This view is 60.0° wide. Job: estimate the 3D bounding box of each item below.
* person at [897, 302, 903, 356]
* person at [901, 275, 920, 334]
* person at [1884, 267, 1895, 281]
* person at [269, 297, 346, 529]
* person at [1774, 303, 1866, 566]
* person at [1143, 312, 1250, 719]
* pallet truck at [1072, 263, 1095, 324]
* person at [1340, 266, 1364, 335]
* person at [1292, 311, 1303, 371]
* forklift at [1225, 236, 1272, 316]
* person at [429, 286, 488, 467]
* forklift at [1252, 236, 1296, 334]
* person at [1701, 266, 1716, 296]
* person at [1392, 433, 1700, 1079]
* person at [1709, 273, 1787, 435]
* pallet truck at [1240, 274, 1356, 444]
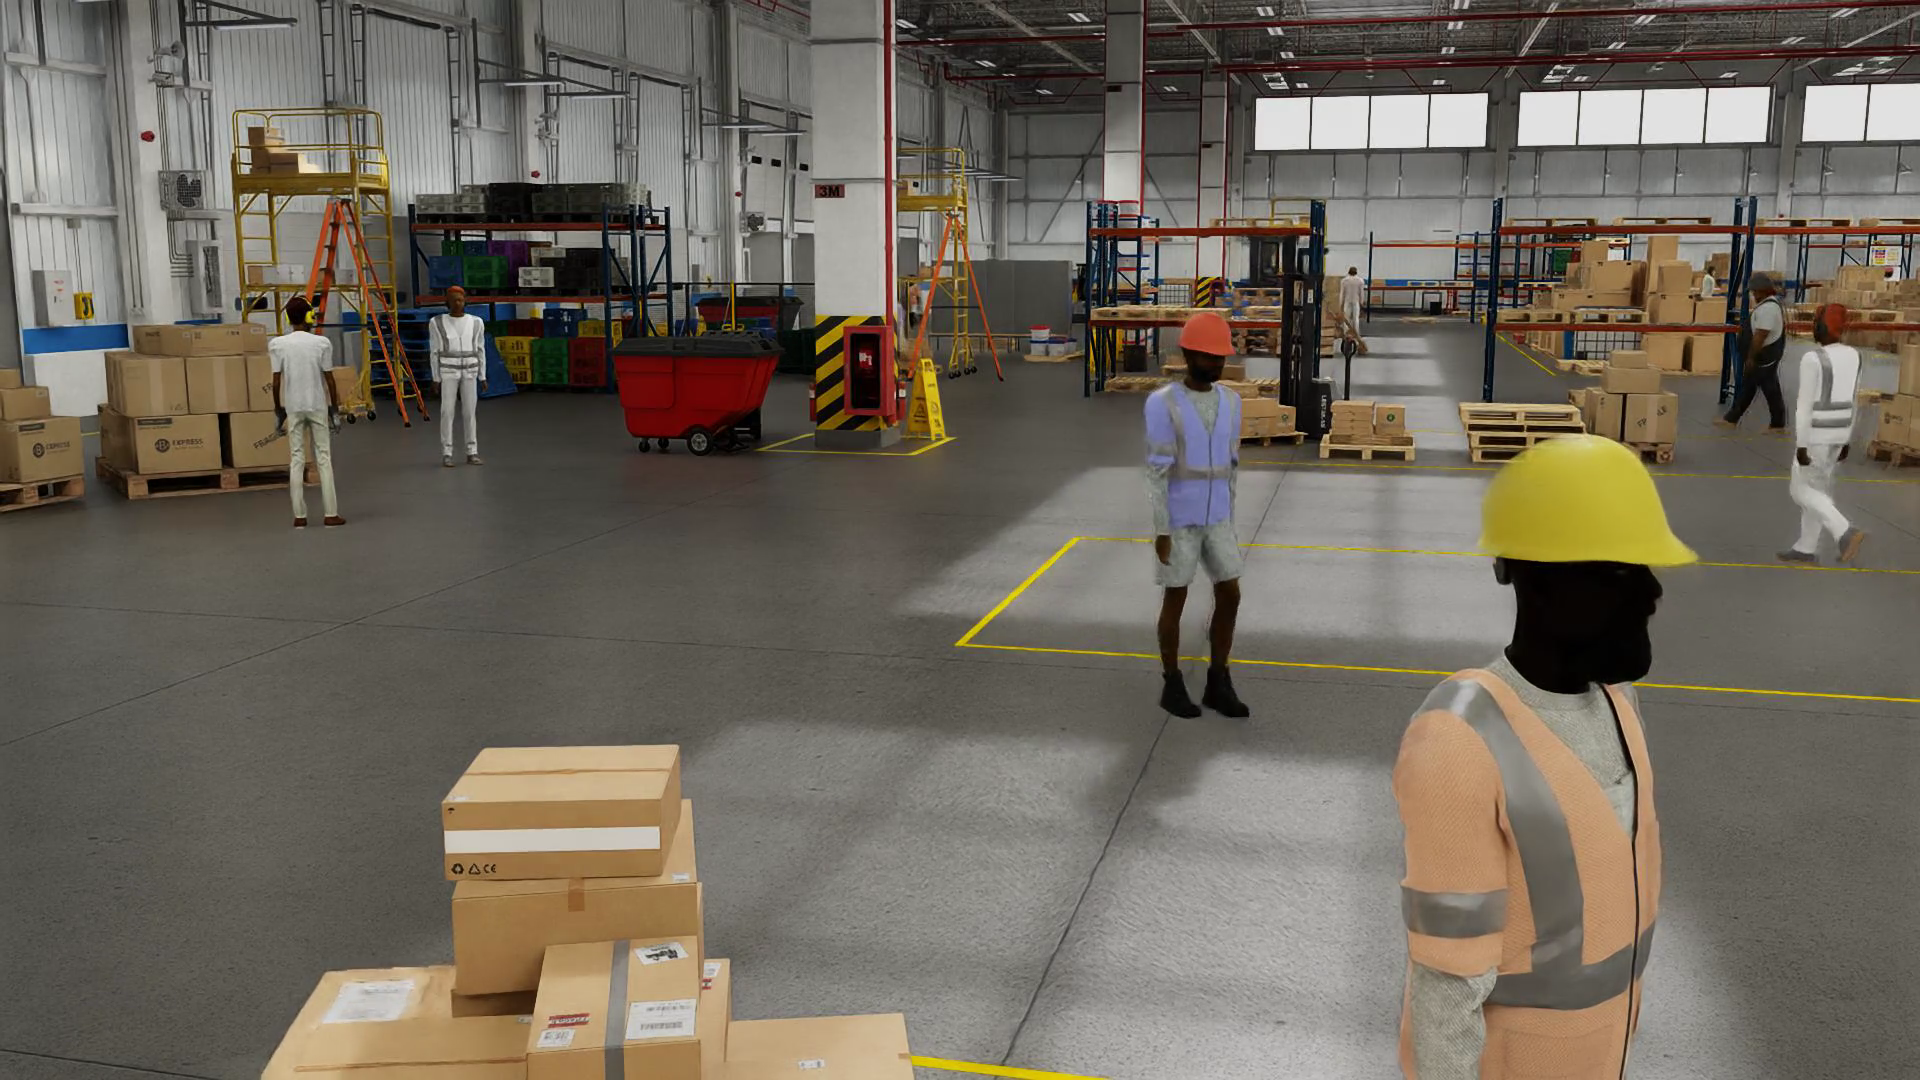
[{"bbox_3d":[-1.081,-2.669,22.936,0.617,1.922,0.425,-4,11,-24],"label":"person"},{"bbox_3d":[-1.456,-6.725,47.543,0.538,1.671,0.704,5,11,25],"label":"person"},{"bbox_3d":[29.070,-7.646,52.353,0.996,1.900,0.540,0,10,-1],"label":"person"},{"bbox_3d":[-5.250,-1.015,13.373,0.519,1.865,0.326,-2,10,-9],"label":"person"},{"bbox_3d":[6.059,-0.710,11.576,0.582,1.865,0.666,-4,11,-25],"label":"person"},{"bbox_3d":[1.132,-0.100,7.796,0.562,1.926,0.480,-4,11,-24],"label":"person"},{"bbox_3d":[4.325,-8.180,55.162,0.823,1.965,1.885,6,11,31],"label":"pallet truck"},{"bbox_3d":[10.571,-6.405,44.884,0.627,1.940,0.373,2,10,12],"label":"person"},{"bbox_3d":[6.604,-4.101,31.928,0.335,1.734,0.487,6,12,34],"label":"person"},{"bbox_3d":[9.027,-7.765,50.121,1.873,2.768,1.129,7,12,37],"label":"forklift"},{"bbox_3d":[-5.228,-1.704,17.372,0.575,1.883,0.362,-6,11,-30],"label":"person"},{"bbox_3d":[8.643,-6.720,43.971,1.873,2.768,1.129,2,10,14],"label":"forklift"},{"bbox_3d":[22.849,-7.403,50.813,0.367,1.931,0.630,5,11,29],"label":"person"},{"bbox_3d":[0.848,0.803,2.472,0.359,1.930,0.588,8,13,40],"label":"person"},{"bbox_3d":[9.773,-2.309,20.470,0.964,2.000,0.700,5,11,28],"label":"person"},{"bbox_3d":[3.653,-2.138,19.590,1.885,1.965,0.823,-4,10,-20],"label":"pallet truck"}]
